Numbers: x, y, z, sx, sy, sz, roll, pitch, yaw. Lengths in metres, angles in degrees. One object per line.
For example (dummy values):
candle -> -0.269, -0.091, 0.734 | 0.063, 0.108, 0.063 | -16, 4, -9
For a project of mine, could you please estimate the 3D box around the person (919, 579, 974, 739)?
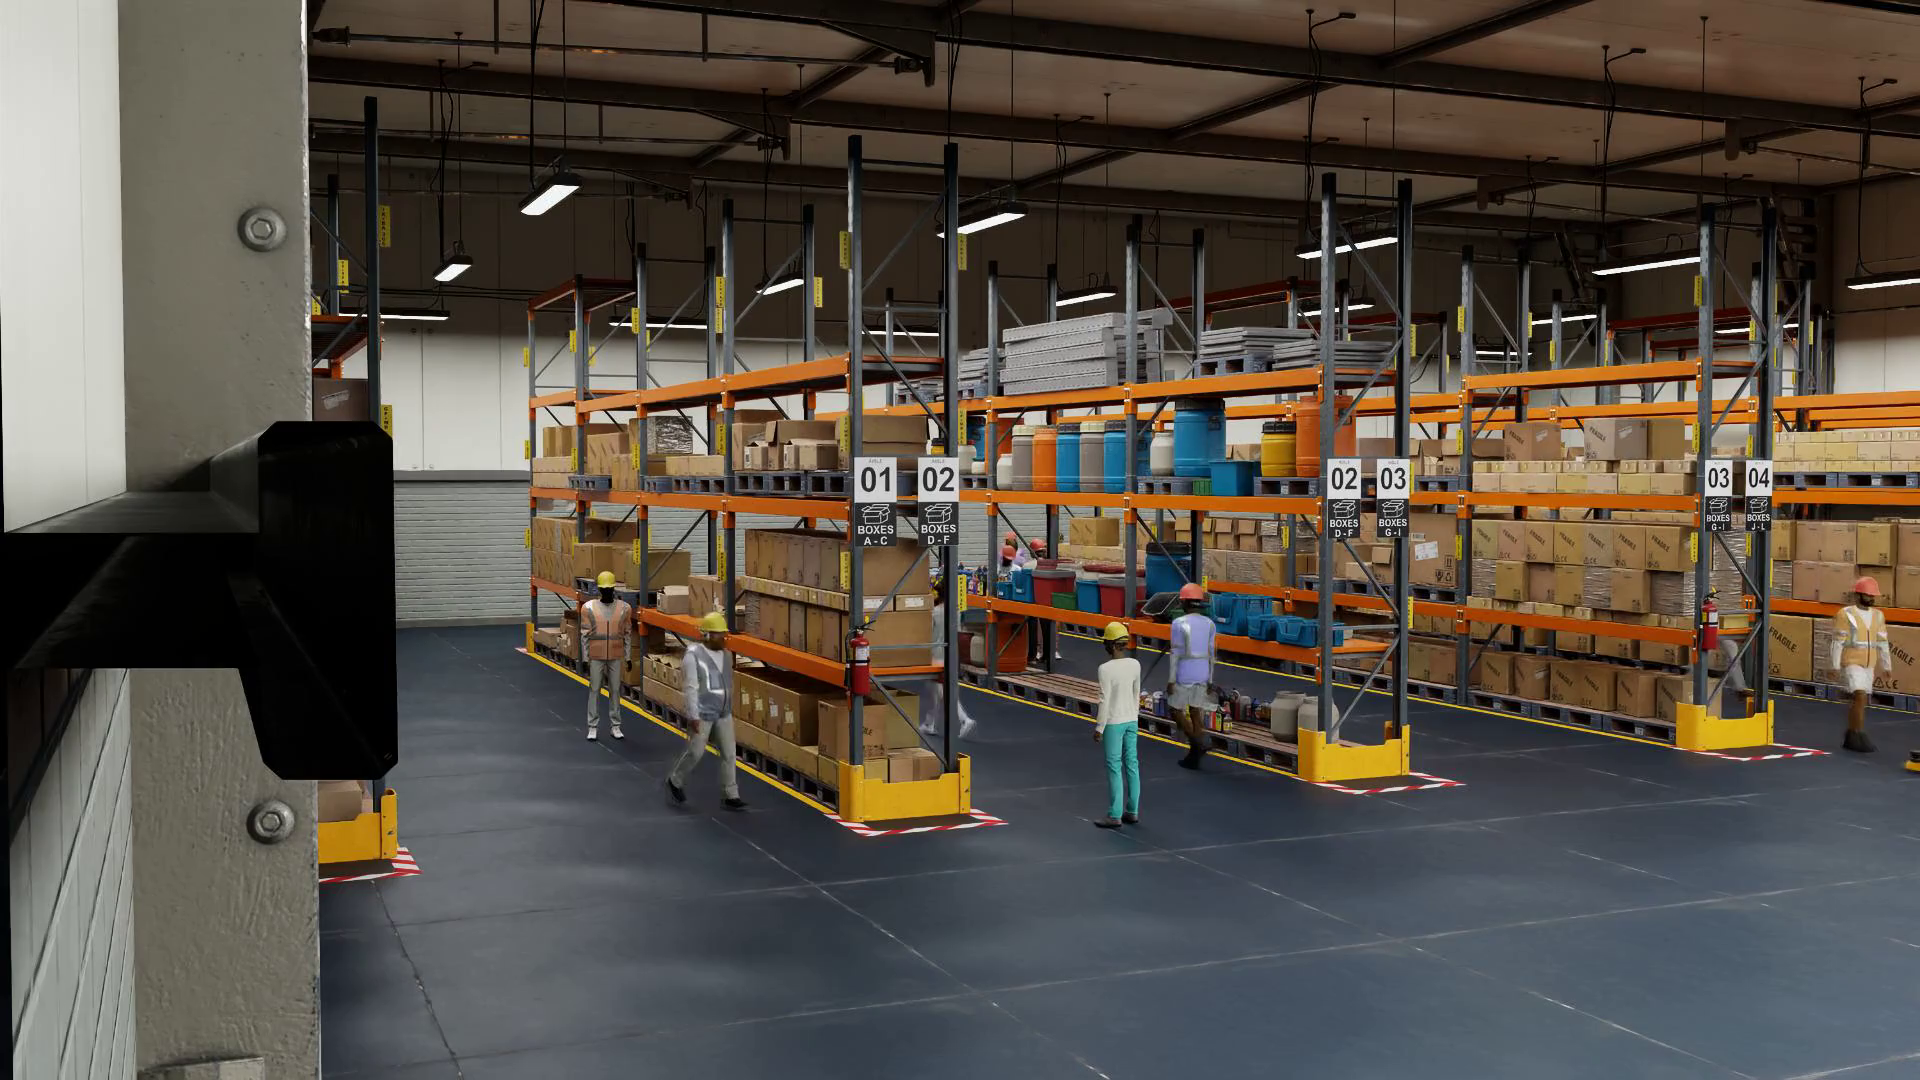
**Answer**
person -> -0.188, 1.367, 20.696 | 0.939, 1.828, 0.521 | 2, 3, 38

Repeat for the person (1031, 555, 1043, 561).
person -> 1.677, 0.865, 36.680 | 0.373, 1.596, 0.658 | 2, 3, 37

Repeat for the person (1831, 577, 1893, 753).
person -> 9.900, 1.366, 19.524 | 0.585, 1.908, 0.780 | 0, 2, -12

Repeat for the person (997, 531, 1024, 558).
person -> 0.975, 0.786, 34.709 | 0.596, 1.913, 0.485 | 0, 2, 9

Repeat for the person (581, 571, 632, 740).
person -> -4.050, 1.321, 20.545 | 0.586, 1.928, 0.380 | -1, 2, -19

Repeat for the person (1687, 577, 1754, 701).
person -> 10.177, 1.230, 23.903 | 0.625, 1.850, 1.063 | -2, 3, -36

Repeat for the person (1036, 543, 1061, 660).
person -> 1.425, 1.001, 29.189 | 0.651, 1.904, 0.403 | 0, 2, -11

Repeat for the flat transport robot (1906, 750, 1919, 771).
flat transport robot -> 10.303, 2.261, 17.851 | 0.652, 0.197, 1.431 | -1, 3, -30

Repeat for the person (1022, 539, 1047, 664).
person -> 1.236, 0.978, 28.596 | 0.618, 1.997, 0.373 | -1, 3, -32

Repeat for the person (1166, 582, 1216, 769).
person -> 2.390, 1.402, 18.466 | 0.574, 1.922, 0.476 | -1, 3, -32

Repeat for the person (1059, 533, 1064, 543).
person -> 1.869, 0.791, 35.313 | 0.462, 1.851, 0.574 | -1, 2, -25

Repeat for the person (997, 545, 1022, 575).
person -> 0.765, 1.007, 29.492 | 0.567, 1.876, 0.937 | 0, 2, 9

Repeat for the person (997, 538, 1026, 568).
person -> 0.883, 0.927, 30.682 | 0.635, 1.937, 0.361 | 2, 3, 35

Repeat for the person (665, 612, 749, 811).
person -> -2.318, 1.546, 16.335 | 0.841, 1.802, 0.590 | 2, 3, 42

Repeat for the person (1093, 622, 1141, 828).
person -> 1.357, 1.593, 15.522 | 0.524, 1.770, 0.315 | -2, 3, -44
